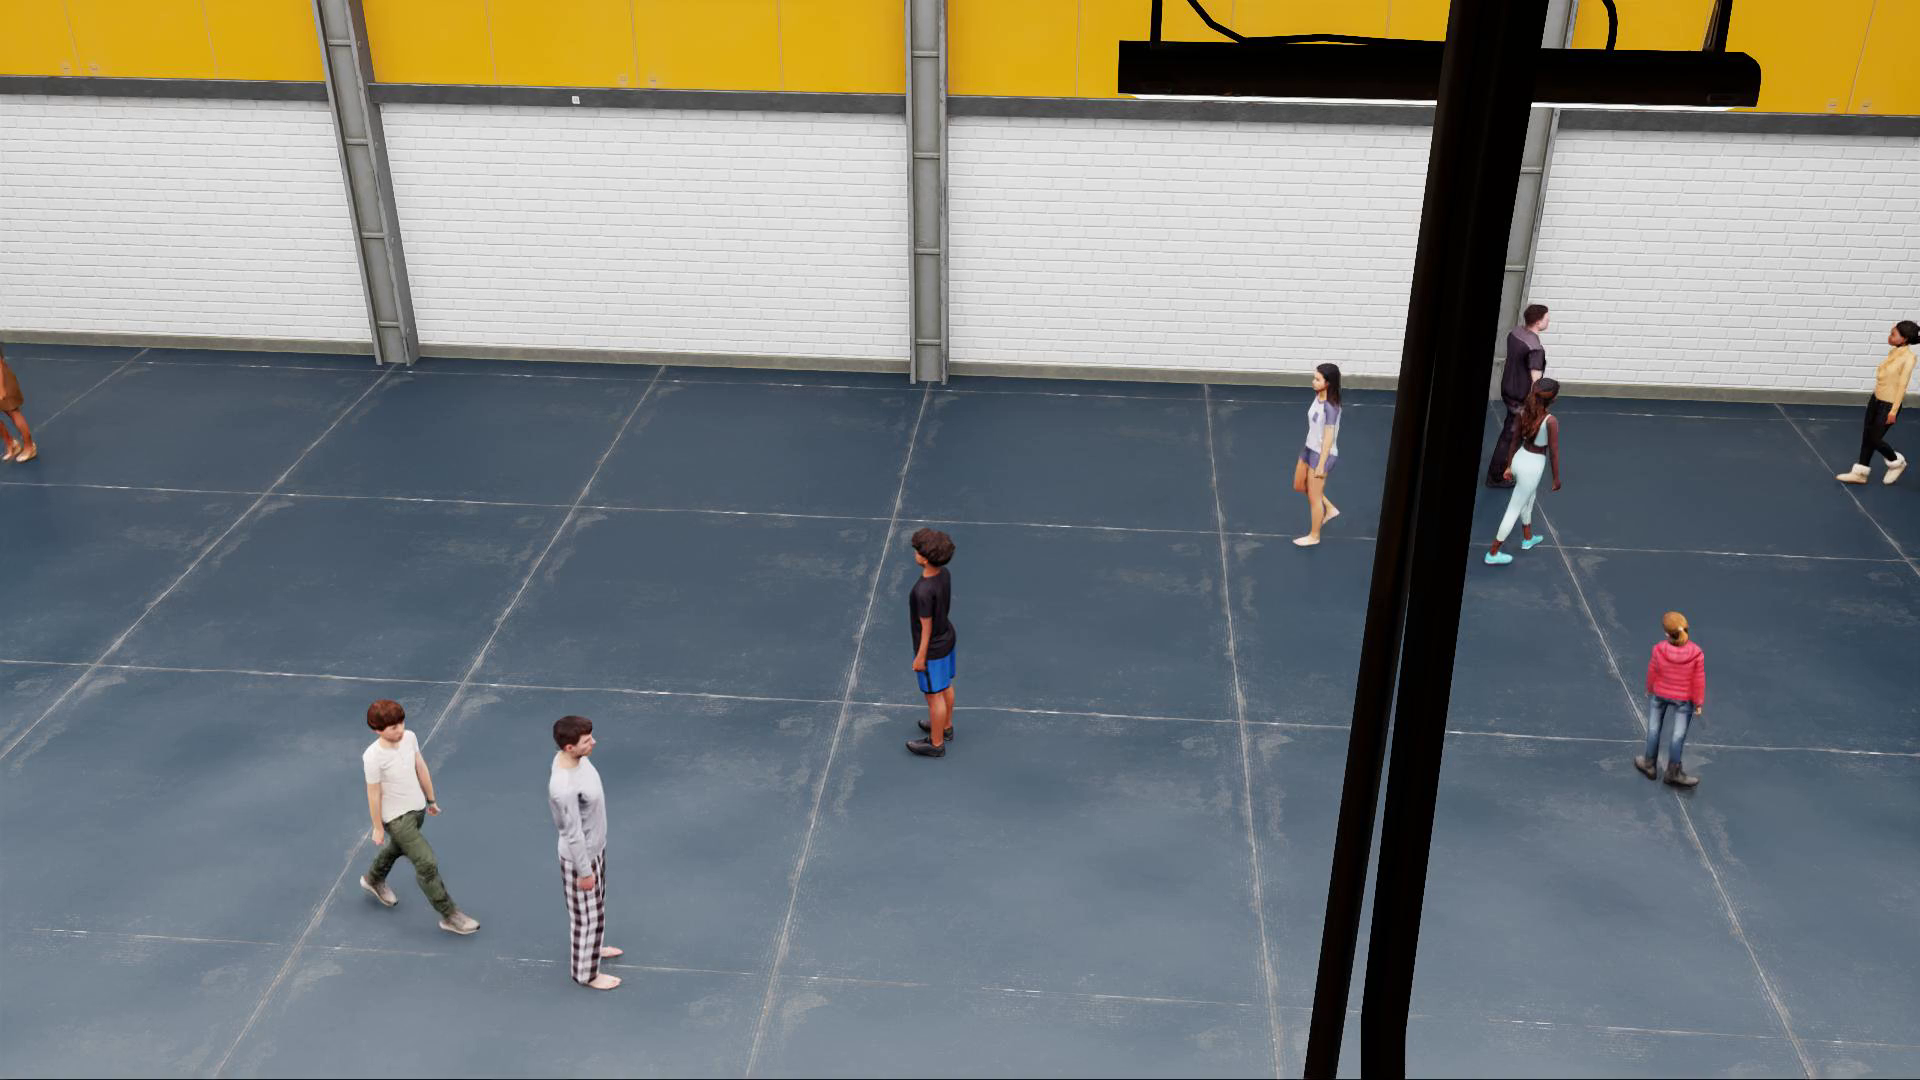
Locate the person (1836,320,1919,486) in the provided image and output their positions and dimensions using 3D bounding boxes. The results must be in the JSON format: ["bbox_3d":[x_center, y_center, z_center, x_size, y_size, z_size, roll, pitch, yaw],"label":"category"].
[{"bbox_3d":[8.735,-1.263,15.565,0.793,1.654,0.616,1,29,2],"label":"person"}]

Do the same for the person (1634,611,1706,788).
[{"bbox_3d":[4.983,1.114,11.580,0.609,1.297,0.770,24,36,36],"label":"person"}]

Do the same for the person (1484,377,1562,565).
[{"bbox_3d":[4.778,-0.556,14.221,1.006,1.699,0.817,-10,30,-18],"label":"person"}]

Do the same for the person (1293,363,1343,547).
[{"bbox_3d":[3.223,-0.744,14.543,0.754,1.722,0.679,-5,29,-9],"label":"person"}]

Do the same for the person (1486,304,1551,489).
[{"bbox_3d":[5.121,-1.328,15.498,0.716,1.832,0.801,-1,29,-3],"label":"person"}]

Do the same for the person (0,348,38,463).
[{"bbox_3d":[-9.219,-1.534,16.037,0.671,1.677,0.770,14,31,23],"label":"person"}]

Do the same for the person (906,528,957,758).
[{"bbox_3d":[-0.179,0.721,11.777,0.647,1.799,0.652,10,30,18],"label":"person"}]

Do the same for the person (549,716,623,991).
[{"bbox_3d":[-2.217,1.806,9.737,0.597,1.847,0.667,-3,29,-5],"label":"person"}]

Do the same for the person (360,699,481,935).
[{"bbox_3d":[-3.486,1.672,10.224,1.213,1.615,0.830,12,31,20],"label":"person"}]
